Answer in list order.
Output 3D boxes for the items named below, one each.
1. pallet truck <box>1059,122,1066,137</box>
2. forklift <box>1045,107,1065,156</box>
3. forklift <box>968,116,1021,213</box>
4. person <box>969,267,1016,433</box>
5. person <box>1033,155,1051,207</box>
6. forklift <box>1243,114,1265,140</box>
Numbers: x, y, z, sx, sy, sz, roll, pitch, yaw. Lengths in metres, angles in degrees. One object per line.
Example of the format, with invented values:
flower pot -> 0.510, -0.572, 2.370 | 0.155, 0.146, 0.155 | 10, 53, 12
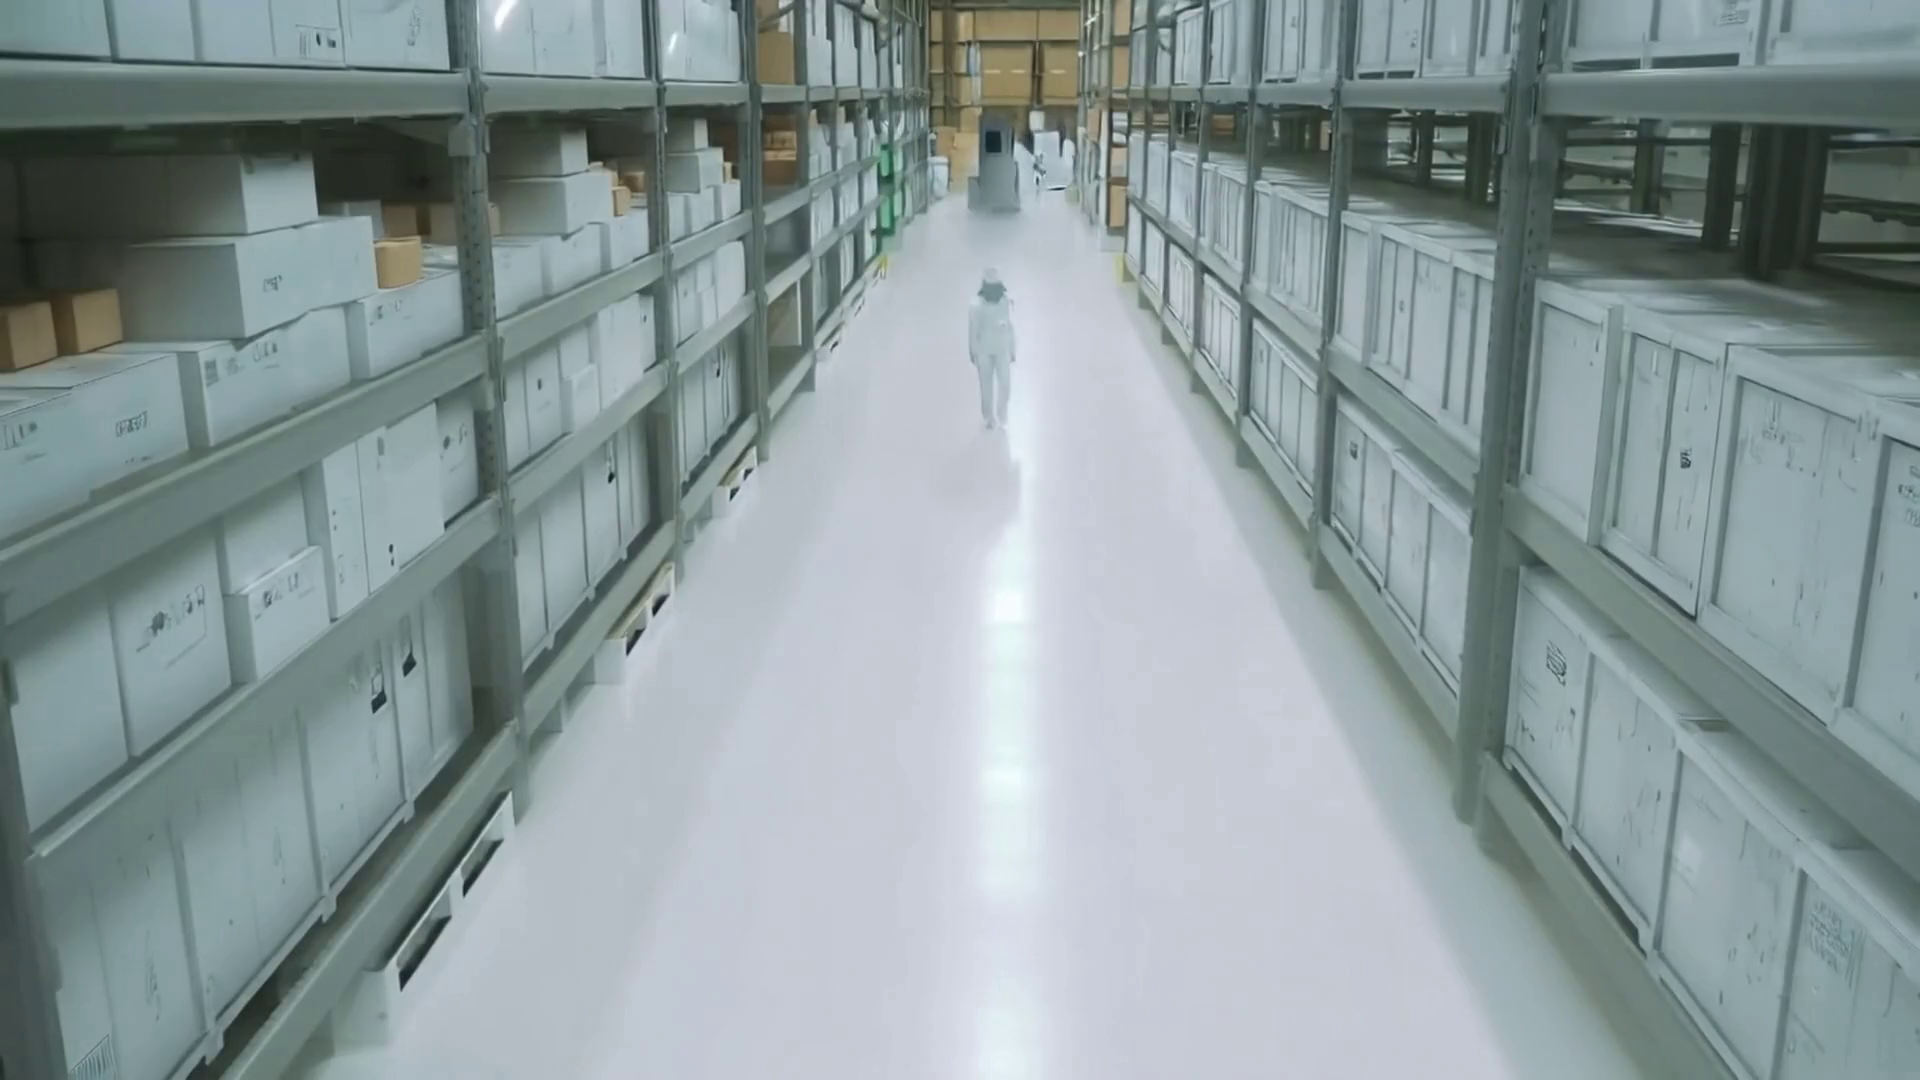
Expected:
pallet truck -> 5.788, -21.111, 88.014 | 1.885, 1.965, 0.823 | 5, 16, 18
forklift -> 4.490, -19.078, 78.776 | 1.129, 2.768, 1.873 | -7, 17, -24
forklift -> 0.977, -11.168, 49.344 | 1.129, 2.768, 1.873 | -4, 16, -16
person -> 0.345, -1.970, 17.312 | 0.503, 1.715, 0.683 | -1, 15, -5
person -> 2.504, -11.117, 51.569 | 0.524, 1.618, 0.644 | -9, 17, -29
forklift -> 11.112, -14.801, 62.861 | 1.129, 2.768, 1.873 | 0, 15, 2
